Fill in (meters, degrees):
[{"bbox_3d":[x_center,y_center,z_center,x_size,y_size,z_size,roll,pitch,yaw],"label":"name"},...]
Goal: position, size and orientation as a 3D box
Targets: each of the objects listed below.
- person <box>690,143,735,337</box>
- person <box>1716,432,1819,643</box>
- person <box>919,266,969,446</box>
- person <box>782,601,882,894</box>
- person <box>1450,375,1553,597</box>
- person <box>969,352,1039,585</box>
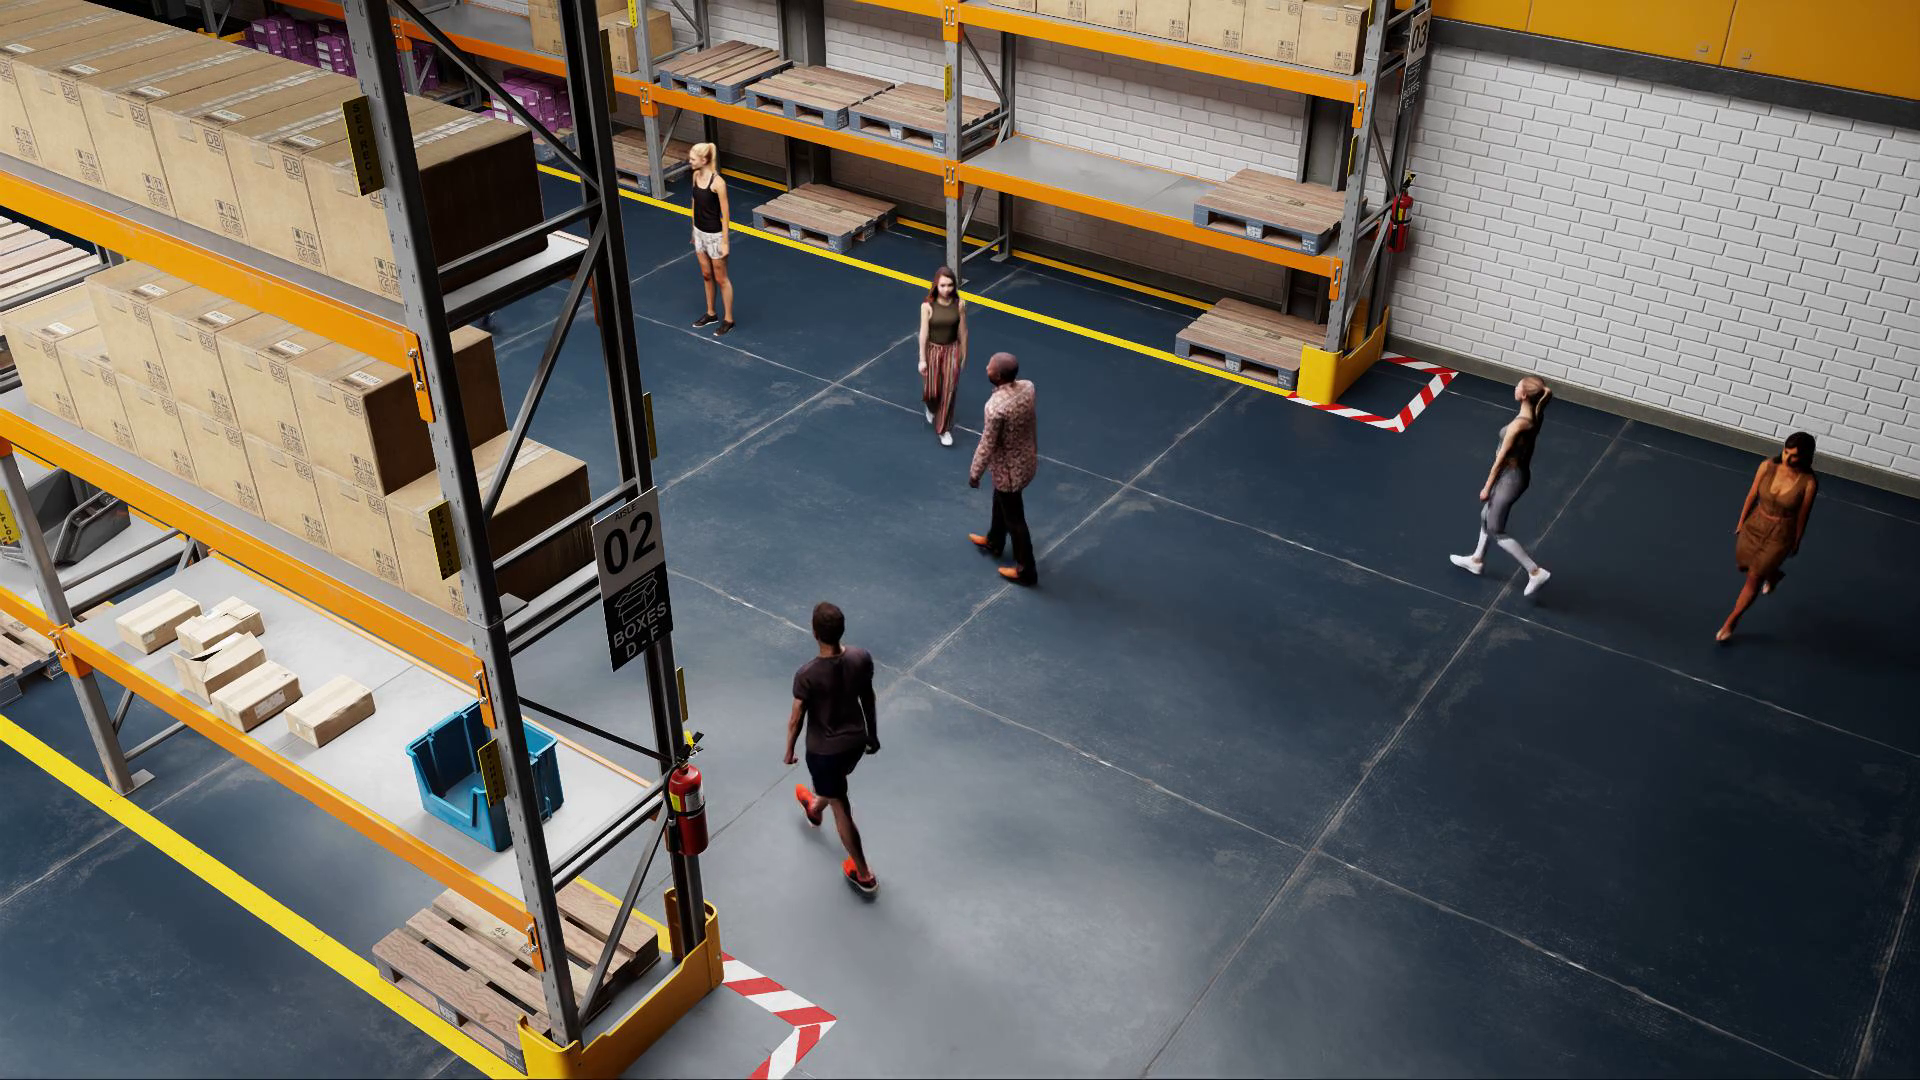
[{"bbox_3d":[-2.278,-2.805,15.277,0.508,1.846,0.696,27,42,35],"label":"person"},{"bbox_3d":[5.538,-0.044,11.291,0.783,1.661,0.915,-25,41,-32],"label":"person"},{"bbox_3d":[-0.153,-1.554,13.657,0.791,1.556,0.846,-4,34,-6],"label":"person"},{"bbox_3d":[-0.656,1.204,9.285,0.926,1.802,1.236,-23,40,-30],"label":"person"},{"bbox_3d":[3.942,-0.356,11.741,1.001,1.682,0.600,25,41,33],"label":"person"},{"bbox_3d":[0.438,-0.483,11.844,0.927,1.780,0.723,20,38,27],"label":"person"}]
